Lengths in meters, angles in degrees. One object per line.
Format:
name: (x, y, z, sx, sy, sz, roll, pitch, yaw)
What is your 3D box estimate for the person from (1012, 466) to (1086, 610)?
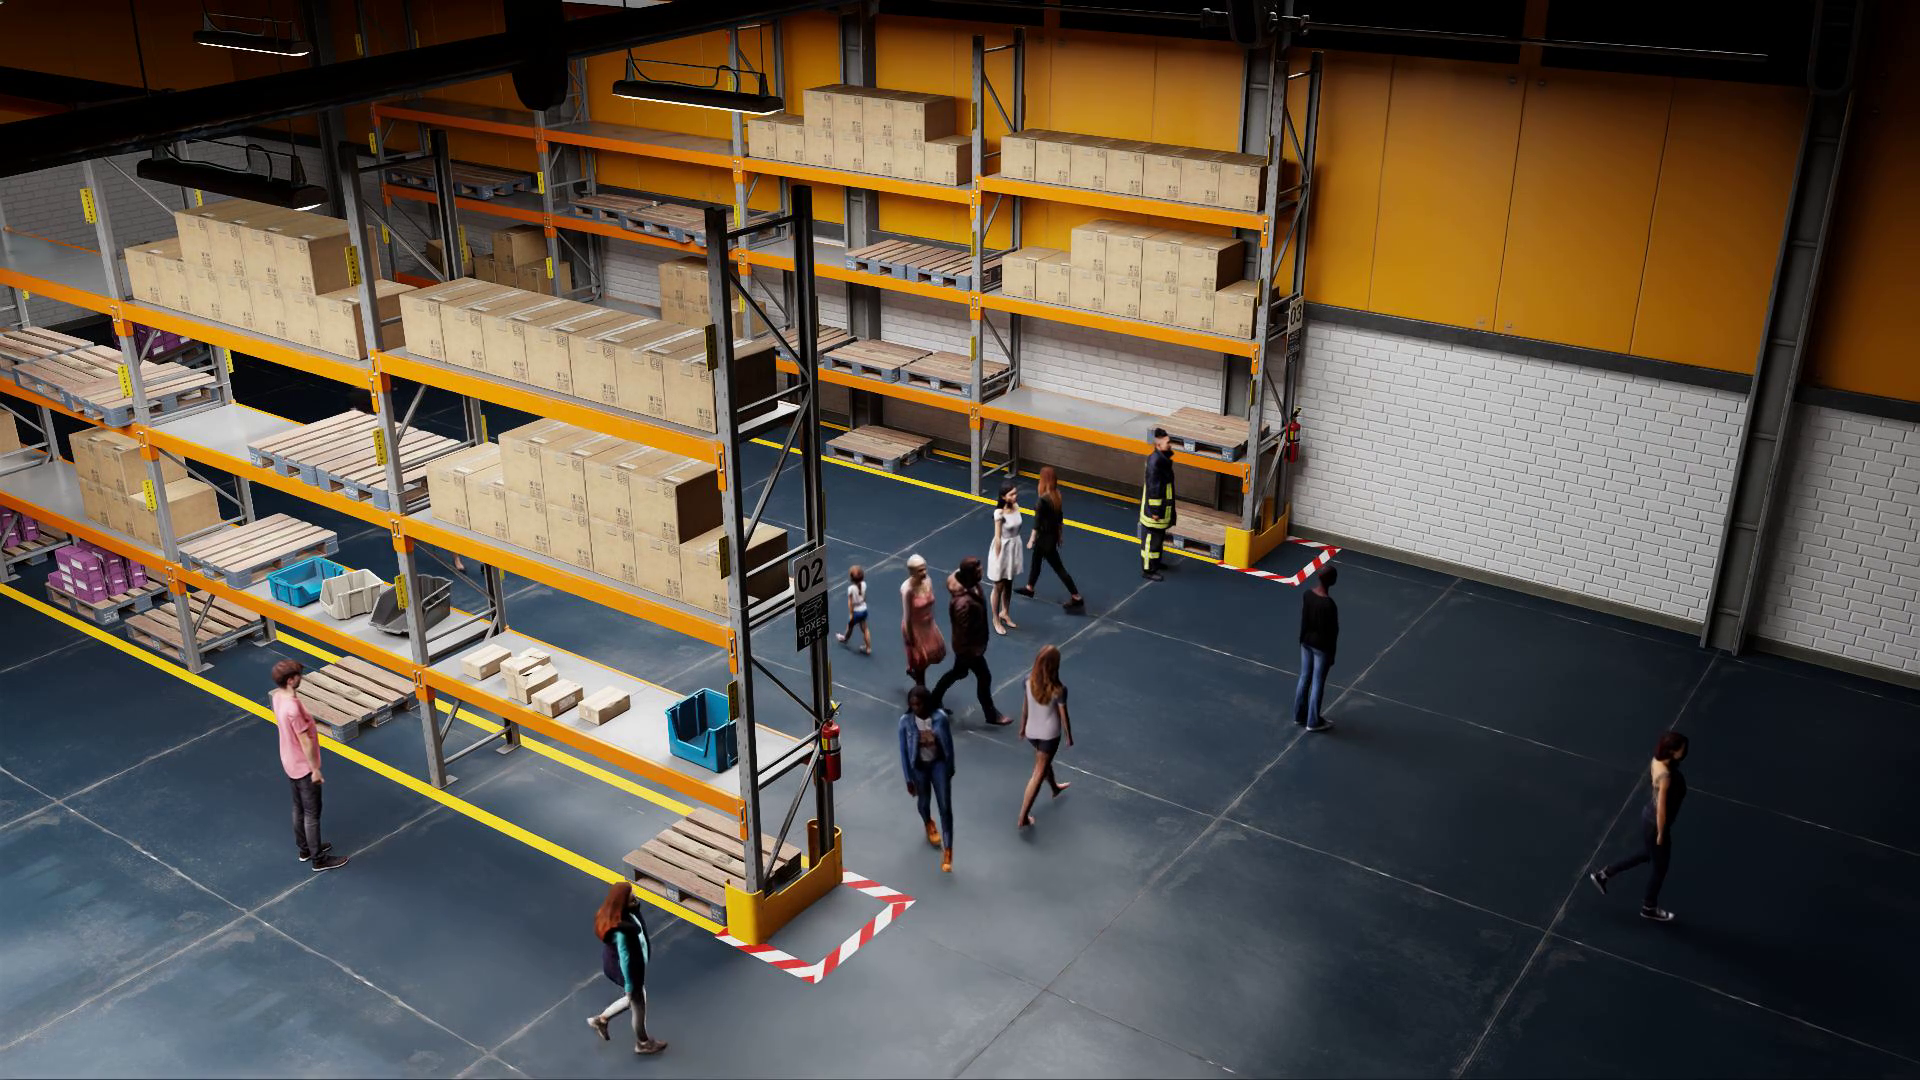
person: (1.093, 0.020, 18.973, 1.216, 1.668, 0.741, 11, 26, 23)

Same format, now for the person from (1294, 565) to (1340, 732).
person: (3.541, 1.055, 16.508, 0.731, 1.746, 0.603, -15, 28, -31)

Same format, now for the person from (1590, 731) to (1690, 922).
person: (5.610, 2.322, 13.597, 1.022, 1.756, 0.830, 5, 24, 12)

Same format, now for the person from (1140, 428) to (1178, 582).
person: (2.352, -0.466, 19.839, 0.823, 1.866, 0.851, 6, 24, 14)

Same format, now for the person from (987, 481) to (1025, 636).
person: (0.513, 0.182, 18.471, 0.640, 1.774, 0.655, 18, 29, 35)

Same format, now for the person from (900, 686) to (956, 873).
person: (-0.302, 1.978, 14.488, 1.113, 1.674, 1.162, -5, 24, -11)

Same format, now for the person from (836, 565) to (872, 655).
person: (-1.082, 0.777, 18.087, 0.518, 0.991, 0.738, -22, 32, -40)

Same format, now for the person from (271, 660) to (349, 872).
person: (-5.656, 1.922, 14.253, 0.729, 1.964, 0.555, -21, 31, -39)

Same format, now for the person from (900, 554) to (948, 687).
person: (-0.478, 0.883, 16.988, 0.698, 1.677, 0.659, 14, 27, 28)

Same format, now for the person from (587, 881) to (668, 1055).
person: (-2.464, 3.125, 12.098, 0.909, 1.486, 0.825, -1, 24, -3)

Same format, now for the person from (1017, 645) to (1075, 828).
person: (0.701, 1.790, 14.908, 1.048, 1.681, 0.732, 18, 29, 35)

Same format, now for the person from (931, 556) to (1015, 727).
person: (0.002, 1.007, 16.544, 1.277, 1.805, 1.069, 4, 24, 9)
